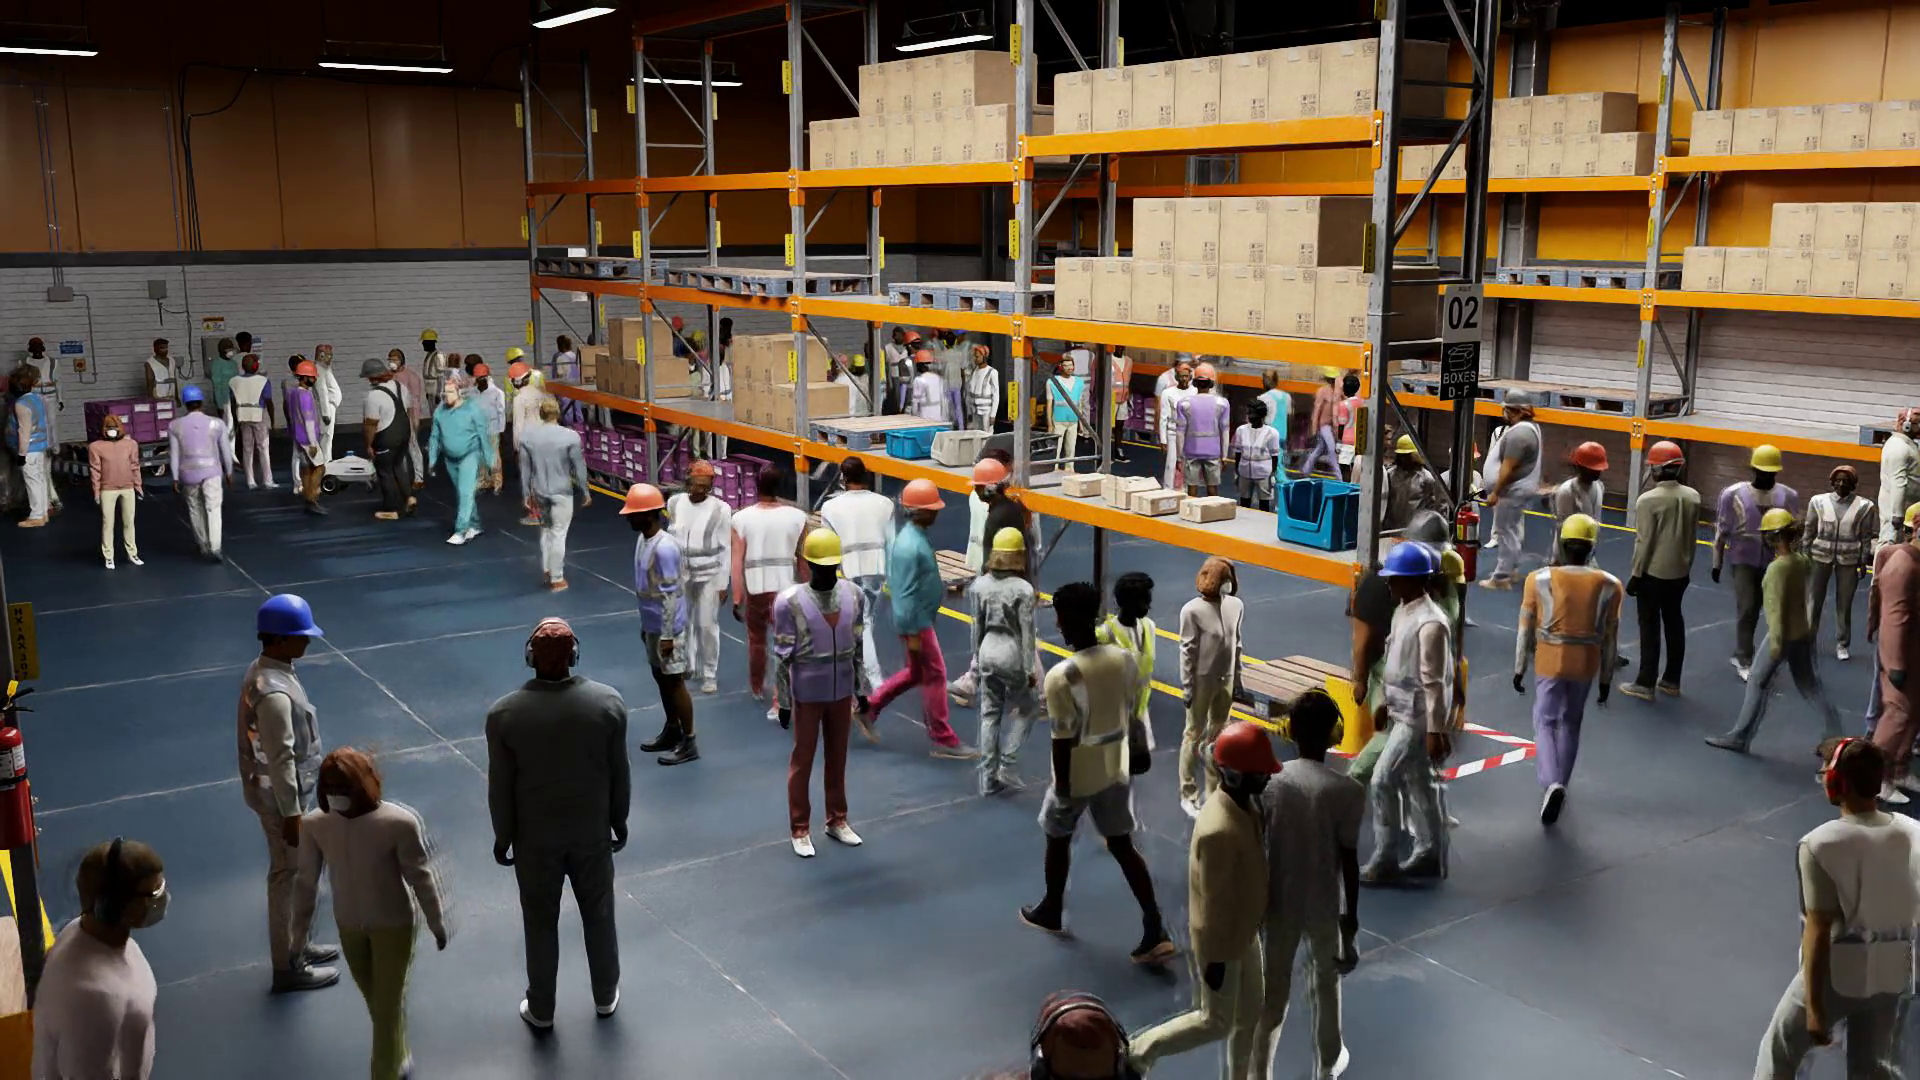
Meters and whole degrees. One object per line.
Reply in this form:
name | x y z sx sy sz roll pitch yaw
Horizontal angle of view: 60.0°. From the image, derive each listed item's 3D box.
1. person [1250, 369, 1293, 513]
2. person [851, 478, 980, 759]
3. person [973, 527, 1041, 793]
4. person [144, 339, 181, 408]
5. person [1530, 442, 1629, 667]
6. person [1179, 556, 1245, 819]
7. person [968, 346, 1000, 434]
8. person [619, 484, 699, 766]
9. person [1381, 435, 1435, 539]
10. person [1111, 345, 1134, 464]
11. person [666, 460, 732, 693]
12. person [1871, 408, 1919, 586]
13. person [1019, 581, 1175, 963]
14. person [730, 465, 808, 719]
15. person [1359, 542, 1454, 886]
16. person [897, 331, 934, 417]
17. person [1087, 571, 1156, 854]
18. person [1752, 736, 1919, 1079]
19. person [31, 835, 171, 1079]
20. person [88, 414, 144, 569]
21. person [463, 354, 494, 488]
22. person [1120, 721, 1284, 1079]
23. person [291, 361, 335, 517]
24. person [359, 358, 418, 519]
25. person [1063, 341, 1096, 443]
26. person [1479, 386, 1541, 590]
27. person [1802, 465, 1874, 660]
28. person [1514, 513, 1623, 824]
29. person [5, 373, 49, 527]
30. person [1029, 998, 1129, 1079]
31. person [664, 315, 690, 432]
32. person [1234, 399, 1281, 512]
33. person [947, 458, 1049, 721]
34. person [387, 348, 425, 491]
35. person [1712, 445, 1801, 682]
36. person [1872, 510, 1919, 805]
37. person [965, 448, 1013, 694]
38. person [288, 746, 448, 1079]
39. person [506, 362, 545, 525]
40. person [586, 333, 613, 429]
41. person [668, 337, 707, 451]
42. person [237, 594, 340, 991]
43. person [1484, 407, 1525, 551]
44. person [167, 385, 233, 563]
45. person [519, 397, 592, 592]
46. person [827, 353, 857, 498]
person | 3.900 -1.250 20.905 0.542 1.787 1.000 -7 13 -32
person | -0.315 0.532 11.371 0.859 1.957 0.638 1 11 4
person | 0.301 0.776 10.661 0.521 1.725 0.402 9 14 40
person | -12.238 -2.171 25.503 0.386 1.837 0.560 3 11 15
person | 5.107 0.106 13.768 0.572 1.875 0.996 -7 13 -33
person | 1.562 0.897 10.303 0.497 1.635 0.286 -8 13 -35
person | 0.314 -1.801 23.473 0.345 1.882 0.584 -8 14 -36
person | -2.068 0.565 11.287 0.435 1.921 0.549 -6 13 -30
person | 4.034 -0.090 15.074 0.493 1.742 0.322 7 13 32
person | 2.342 -2.118 24.901 0.600 1.958 0.378 -7 13 -32
person | -2.033 0.279 12.921 0.668 1.847 0.443 5 12 23
person | 8.916 -0.306 15.766 0.402 1.906 0.652 6 12 27
person | 0.690 1.155 8.280 0.613 1.926 0.985 -8 13 -34
person | -1.416 0.374 12.419 0.594 1.867 1.029 -3 11 -15
person | 2.403 0.963 9.209 0.715 1.923 0.654 1 11 3
person | -0.666 -2.006 24.137 0.605 2.034 0.387 -9 14 -38
person | 0.899 0.985 9.752 0.544 1.681 0.519 -10 15 -41
person | 3.260 1.614 6.222 0.557 1.798 0.907 -3 11 -14
person | -2.641 1.809 4.941 0.660 1.909 0.651 -4 12 -20
person | -8.882 -0.517 17.545 0.502 1.631 0.285 -11 15 -43
person | -6.578 -1.630 22.749 0.430 1.832 0.640 -7 13 -32
person | 1.011 1.550 6.734 0.668 1.730 0.558 5 12 22
person | -8.014 -1.245 20.536 0.391 1.928 0.546 -8 13 -34
person | -6.984 -1.247 20.234 0.569 2.000 0.739 4 12 20
person | 1.916 -2.489 27.125 0.586 1.833 0.403 -3 12 -16
person | 5.449 -0.514 16.481 0.540 2.000 0.704 5 12 26
person | 7.341 0.181 13.953 0.514 1.641 0.307 6 13 29
person | 3.749 0.786 10.254 0.601 1.887 0.838 2 11 8
person | -11.150 -1.077 19.879 0.429 1.844 0.625 -3 11 -16
person | 0.290 1.980 4.190 0.644 1.869 0.953 -1 11 -5
person | -4.800 -2.846 28.526 0.525 2.019 0.746 -4 12 -20
person | 3.274 -0.719 18.407 0.536 1.699 0.321 7 13 33
person | 0.238 0.363 12.250 1.012 1.933 0.629 3 11 14
person | -7.535 -1.626 22.479 0.628 1.931 0.380 5 12 24
person | 6.382 0.191 13.244 0.607 1.890 0.842 1 11 3
person | 6.054 0.720 10.551 0.651 1.897 0.395 -9 15 -40
person | 0.251 0.241 12.931 0.392 1.920 0.587 -5 12 -23
person | -2.420 1.613 6.737 0.551 1.590 0.813 2 11 8
person | -5.124 -1.152 19.940 0.581 1.970 0.622 2 11 10
person | -5.924 -2.482 27.212 0.533 1.803 0.986 -6 12 -27
person | -4.314 -2.284 26.182 0.988 1.787 0.631 2 11 12
person | -3.217 1.206 7.969 0.418 1.933 0.619 -5 12 -24
person | 6.102 -0.690 18.423 0.517 1.636 0.313 10 15 41
person | -8.141 -0.709 17.866 0.619 1.904 0.975 -5 12 -23
person | -3.996 -0.457 16.522 0.652 1.918 0.639 3 12 16
person | -1.579 -1.502 21.884 0.407 1.906 0.655 2 11 12
